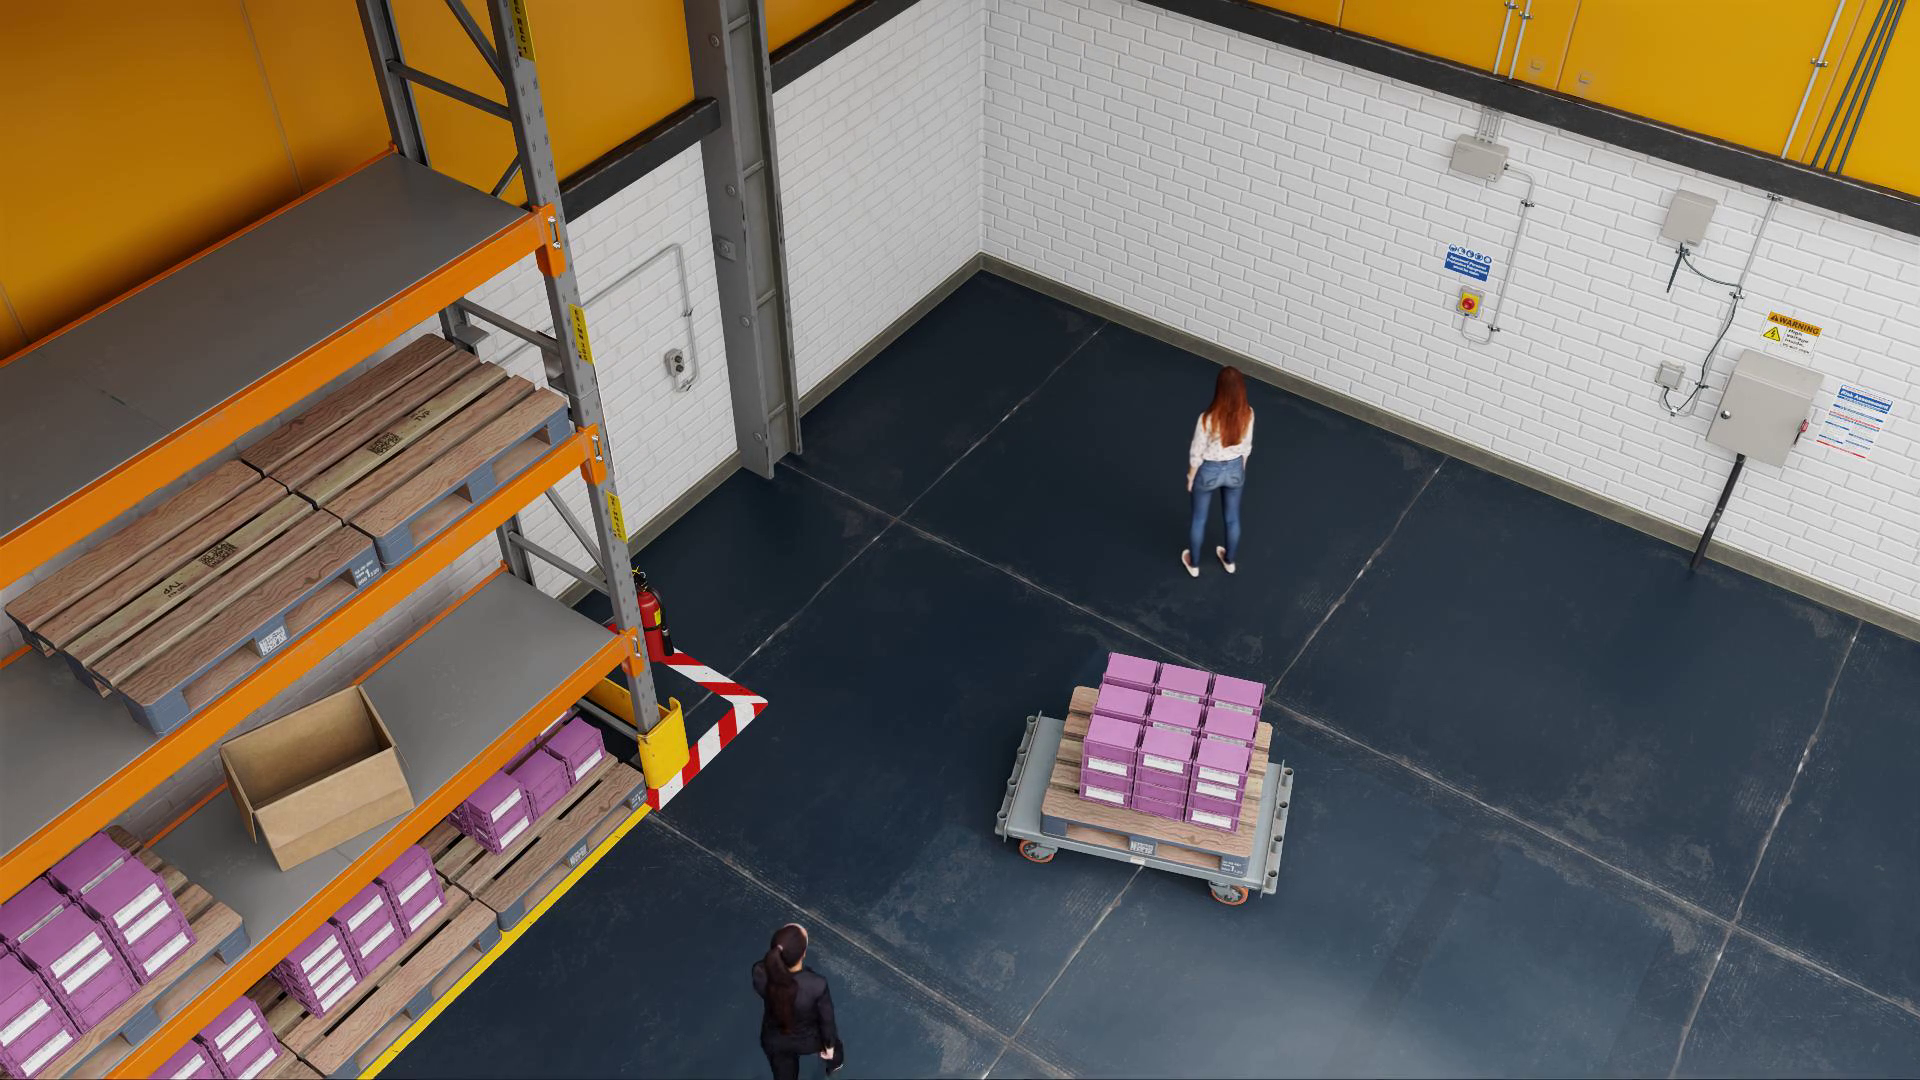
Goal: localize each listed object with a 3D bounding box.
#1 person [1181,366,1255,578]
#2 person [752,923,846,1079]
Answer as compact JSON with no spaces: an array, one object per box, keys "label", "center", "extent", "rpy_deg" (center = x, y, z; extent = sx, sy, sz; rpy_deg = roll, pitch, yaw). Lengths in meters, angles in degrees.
[{"label":"person","center":[1.740,-0.445,11.130],"extent":[0.635,1.726,0.693],"rpy_deg":[-6,44,-6]},{"label":"person","center":[-0.823,2.478,8.089],"extent":[0.791,1.689,0.961],"rpy_deg":[7,44,8]}]
